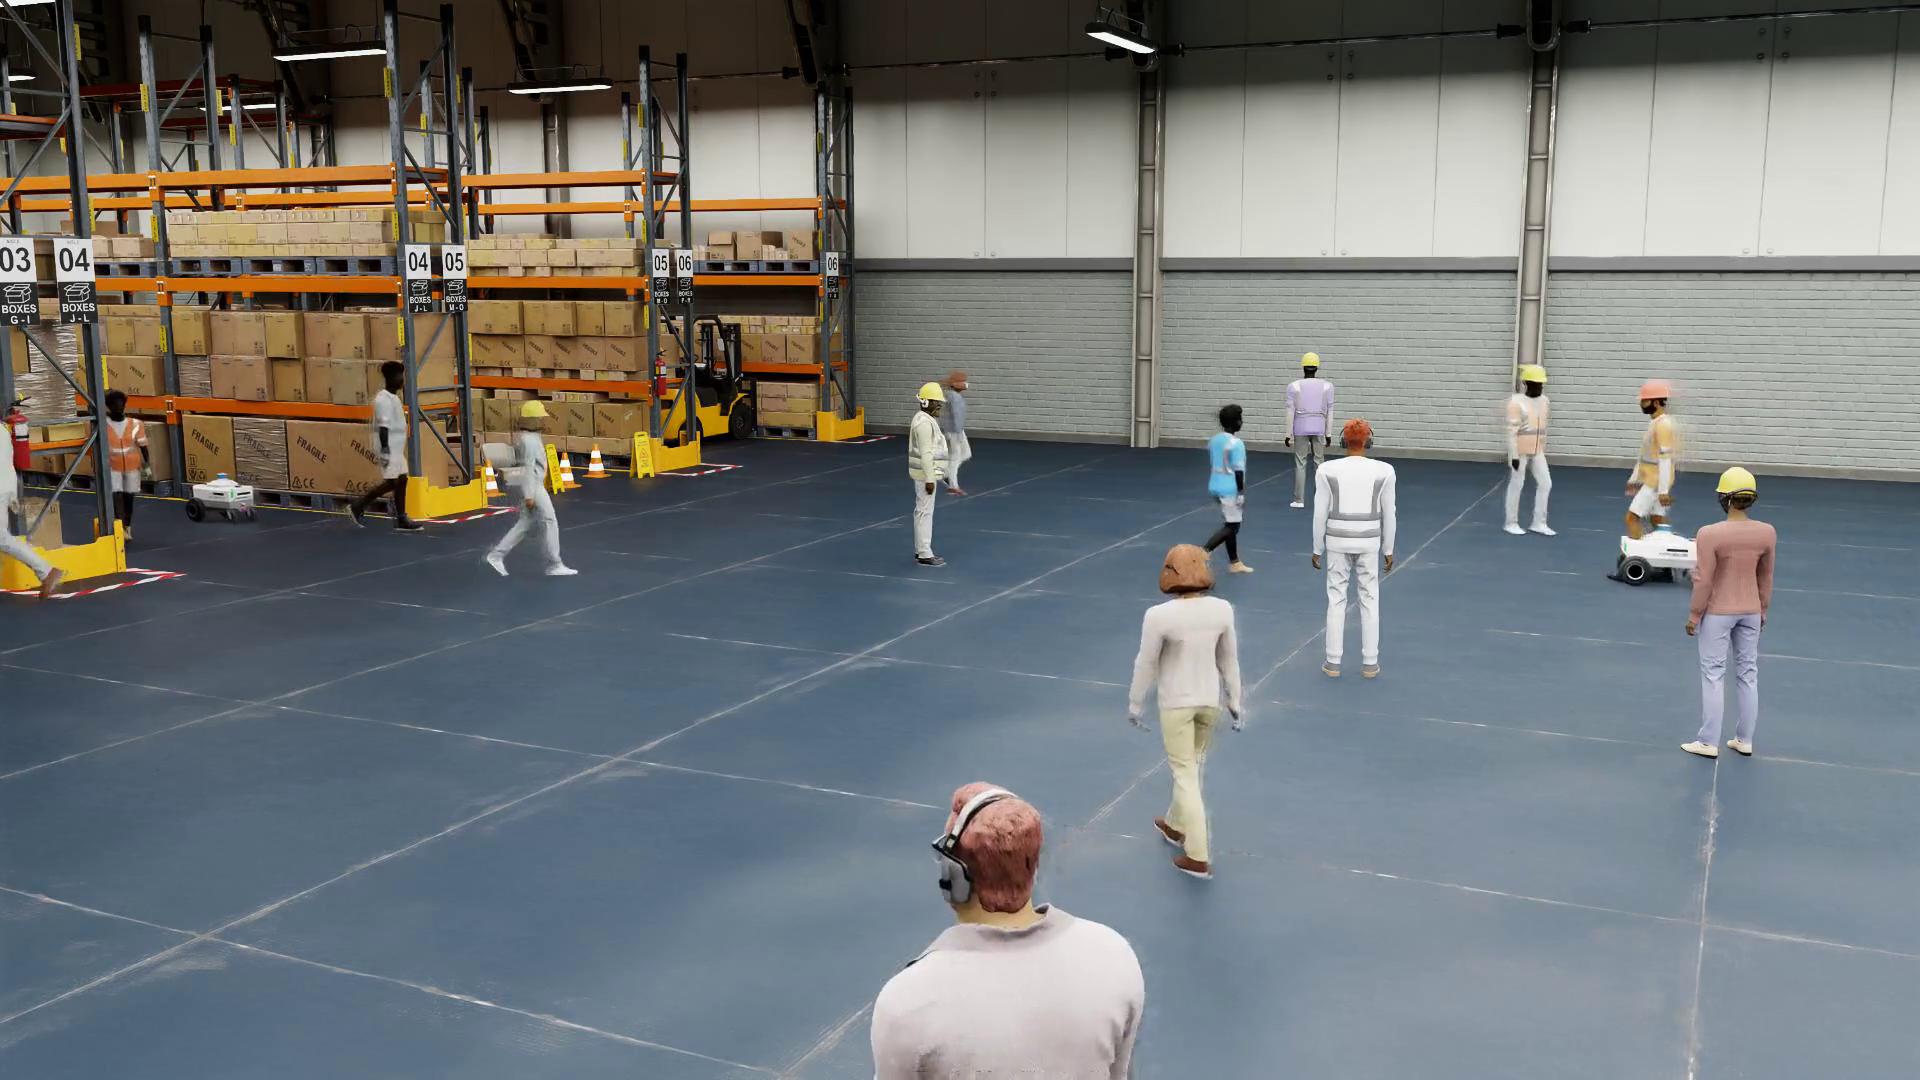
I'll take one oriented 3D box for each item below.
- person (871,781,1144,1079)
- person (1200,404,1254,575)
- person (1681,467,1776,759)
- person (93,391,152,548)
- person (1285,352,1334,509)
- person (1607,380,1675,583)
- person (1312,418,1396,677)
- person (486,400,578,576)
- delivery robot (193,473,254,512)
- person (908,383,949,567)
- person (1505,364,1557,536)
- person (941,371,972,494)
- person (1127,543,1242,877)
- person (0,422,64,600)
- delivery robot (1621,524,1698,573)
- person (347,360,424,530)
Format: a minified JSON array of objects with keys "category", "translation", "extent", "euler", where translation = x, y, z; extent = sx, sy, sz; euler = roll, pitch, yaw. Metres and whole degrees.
[{"category":"person","translation":[0.063,1.436,3.550],"extent":[0.640,1.890,0.652],"euler":[-4,10,-25]},{"category":"person","translation":[2.516,-0.463,15.862],"extent":[0.705,1.678,0.546],"euler":[-3,10,-17]},{"category":"person","translation":[4.637,0.441,10.049],"extent":[0.533,1.768,0.311],"euler":[-2,9,-11]},{"category":"person","translation":[-8.874,-0.746,17.645],"extent":[0.556,1.646,0.856],"euler":[-8,12,-39]},{"category":"person","translation":[4.287,-1.340,20.477],"extent":[0.589,1.927,0.388],"euler":[0,9,-1]},{"category":"person","translation":[6.420,-0.546,15.643],"extent":[0.724,1.908,0.552],"euler":[4,10,22]},{"category":"person","translation":[2.844,0.058,12.033],"extent":[0.585,1.882,0.337],"euler":[1,9,9]},{"category":"person","translation":[-4.138,-0.490,15.914],"extent":[0.810,1.711,0.493],"euler":[-3,10,-17]},{"category":"delivery robot","translation":[-8.621,-0.536,19.458],"extent":[0.707,0.478,0.477],"euler":[5,10,27]},{"category":"person","translation":[-0.312,-0.651,16.558],"extent":[0.404,1.828,0.591],"euler":[-1,9,-3]},{"category":"person","translation":[6.314,-0.972,18.300],"extent":[0.611,1.898,0.751],"euler":[-4,10,-25]},{"category":"person","translation":[-0.023,-1.399,21.780],"extent":[0.355,1.625,0.513],"euler":[2,9,9]},{"category":"person","translation":[1.083,0.809,8.287],"extent":[0.543,1.599,0.781],"euler":[-4,10,-25]},{"category":"person","translation":[-8.452,-0.380,14.684],"extent":[0.864,1.895,0.714],"euler":[-1,9,-7]},{"category":"delivery robot","translation":[6.579,0.095,15.585],"extent":[0.707,0.478,0.477],"euler":[3,10,18]},{"category":"person","translation":[-6.453,-1.039,18.596],"extent":[0.711,1.947,0.613],"euler":[-1,9,-7]}]
